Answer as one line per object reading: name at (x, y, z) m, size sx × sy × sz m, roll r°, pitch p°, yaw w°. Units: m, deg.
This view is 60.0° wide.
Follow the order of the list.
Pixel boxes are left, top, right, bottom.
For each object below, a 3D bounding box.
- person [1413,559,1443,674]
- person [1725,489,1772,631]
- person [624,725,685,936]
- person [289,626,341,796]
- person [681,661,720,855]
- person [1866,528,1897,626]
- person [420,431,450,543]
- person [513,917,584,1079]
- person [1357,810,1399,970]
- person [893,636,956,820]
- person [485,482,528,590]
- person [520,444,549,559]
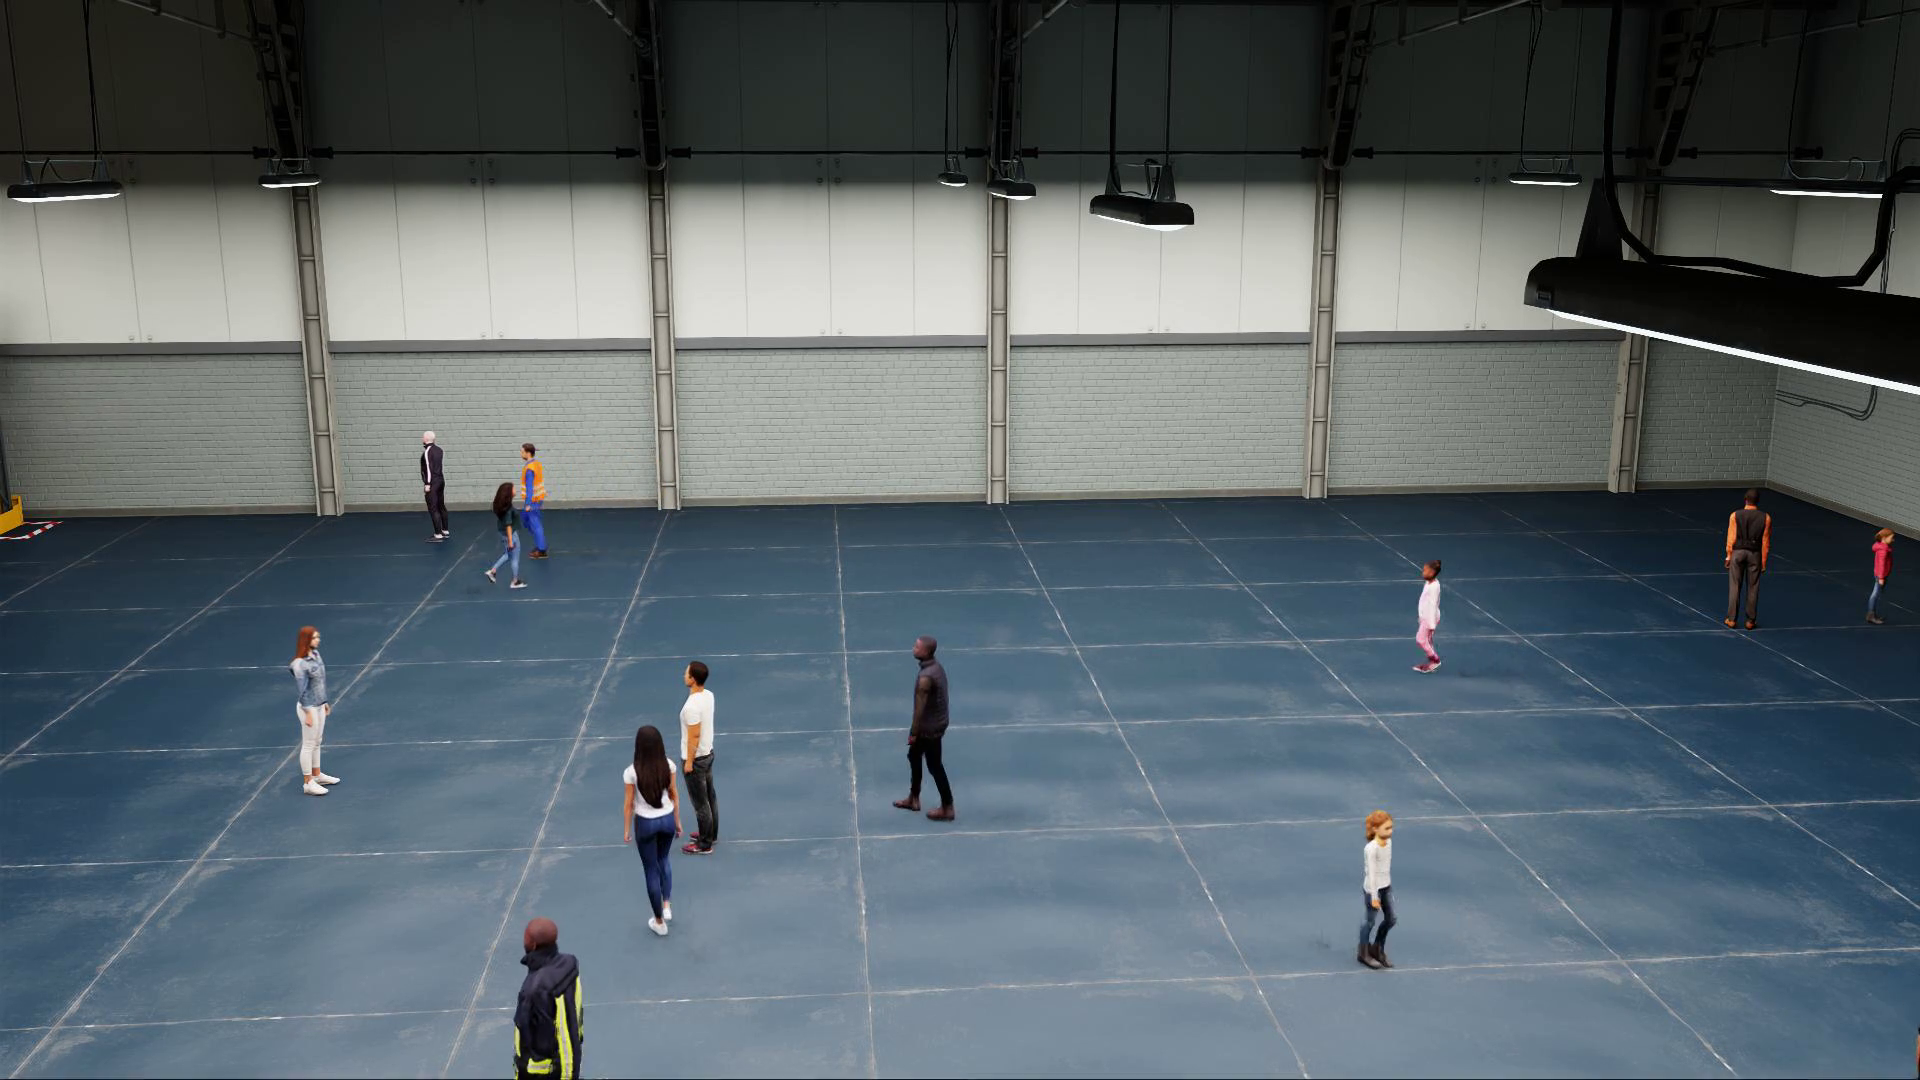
person at (5.848, 0.946, 20.483) m, size 0.614 × 1.436 × 0.607 m, roll 1°, pitch 13°, yaw 5°
person at (10.620, 0.249, 22.450) m, size 0.709 × 1.908 × 0.841 m, roll 5°, pitch 14°, yaw 22°
person at (-2.454, 2.385, 13.548) m, size 0.691 × 1.761 × 0.787 m, roll -8°, pitch 15°, yaw -31°
person at (-6.521, 1.689, 16.687) m, size 0.551 × 1.702 × 0.634 m, roll 0°, pitch 13°, yaw 2°
person at (-2.385, 1.972, 15.236) m, size 0.618 × 1.804 × 0.686 m, roll 2°, pitch 13°, yaw 9°
person at (12.587, 0.483, 22.752) m, size 0.629 × 1.315 × 0.589 m, roll 8°, pitch 15°, yaw 31°
person at (-8.714, -0.901, 27.579) m, size 0.649 × 1.835 × 0.729 m, roll 2°, pitch 13°, yaw 7°
person at (-2.422, 3.149, 10.144) m, size 1.065 × 1.808 × 0.896 m, roll 2°, pitch 13°, yaw 10°
person at (3.219, 2.733, 13.055) m, size 0.581 × 1.307 × 0.646 m, roll -11°, pitch 17°, yaw -38°
person at (-0.201, 1.809, 15.923) m, size 0.946 × 1.812 × 0.847 m, roll 1°, pitch 13°, yaw 6°
person at (-6.704, -0.053, 24.420) m, size 0.921 × 1.606 × 0.783 m, roll -7°, pitch 15°, yaw -28°
person at (-6.650, -0.612, 26.299) m, size 0.648 × 1.848 × 0.707 m, roll -1°, pitch 13°, yaw -5°
